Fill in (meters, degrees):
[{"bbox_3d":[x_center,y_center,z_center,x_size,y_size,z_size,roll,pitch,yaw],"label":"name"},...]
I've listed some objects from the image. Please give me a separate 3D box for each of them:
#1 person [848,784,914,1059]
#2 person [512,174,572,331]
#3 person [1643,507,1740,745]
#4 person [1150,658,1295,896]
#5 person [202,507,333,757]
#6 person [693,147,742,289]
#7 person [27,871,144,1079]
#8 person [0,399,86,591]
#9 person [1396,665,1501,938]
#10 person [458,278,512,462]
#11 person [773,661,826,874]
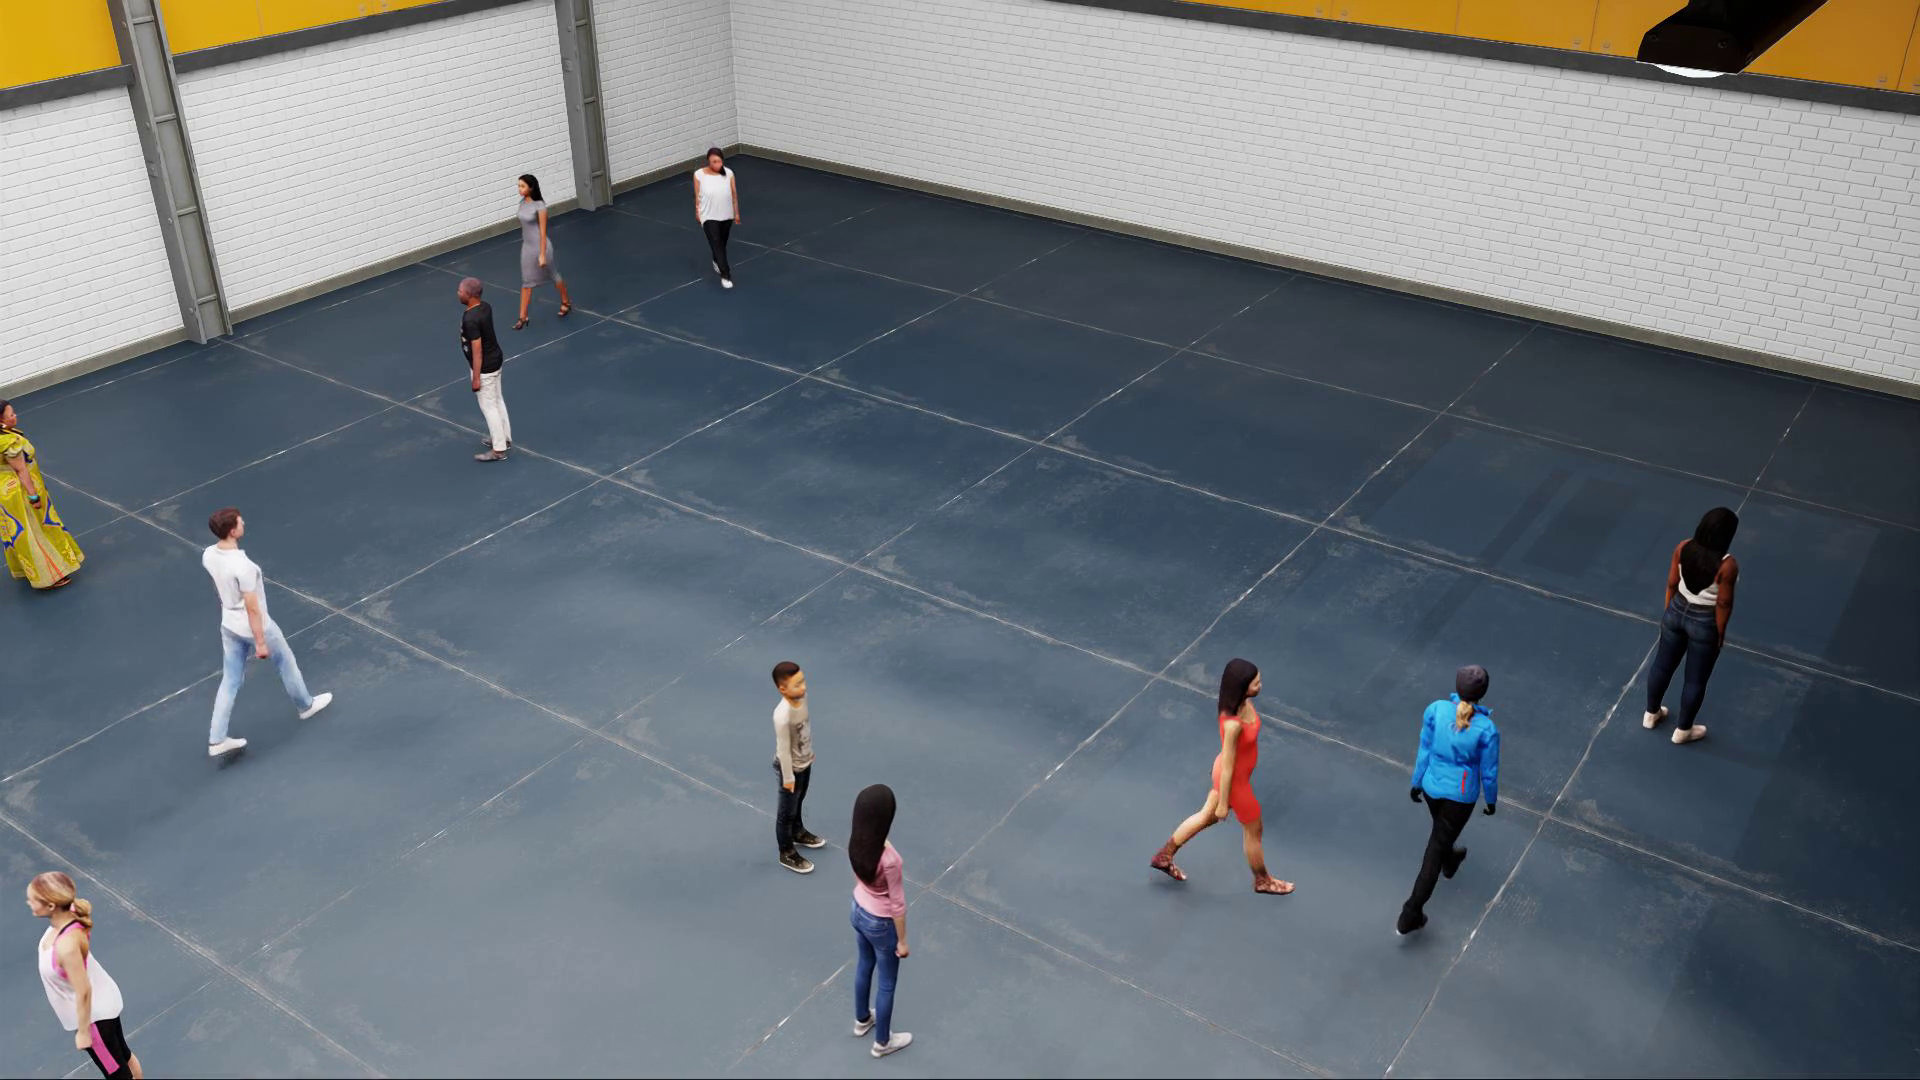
[{"bbox_3d":[-0.457,2.060,9.076,0.581,1.741,0.617,-21,35,-33],"label":"person"},{"bbox_3d":[-4.712,-3.266,18.852,0.617,1.728,1.108,17,33,28],"label":"person"},{"bbox_3d":[5.162,0.587,11.705,0.728,1.809,0.724,-17,33,-28],"label":"person"},{"bbox_3d":[1.576,1.477,10.207,1.018,1.681,1.156,4,29,6],"label":"person"},{"bbox_3d":[-5.032,0.672,11.551,0.757,1.807,1.239,15,32,26],"label":"person"},{"bbox_3d":[-2.959,-3.948,20.193,1.194,1.641,1.102,-12,31,-21],"label":"person"},{"bbox_3d":[-4.381,2.383,8.436,0.693,1.787,0.684,-11,31,-20],"label":"person"},{"bbox_3d":[-7.716,-0.390,13.658,0.877,1.654,0.799,23,36,36],"label":"person"},{"bbox_3d":[2.879,1.590,9.935,0.751,1.742,1.227,24,37,37],"label":"person"},{"bbox_3d":[-4.497,-1.630,15.774,0.824,1.805,0.728,1,29,2],"label":"person"},{"bbox_3d":[-1.059,1.408,10.560,0.667,1.464,0.537,8,30,14],"label":"person"}]
